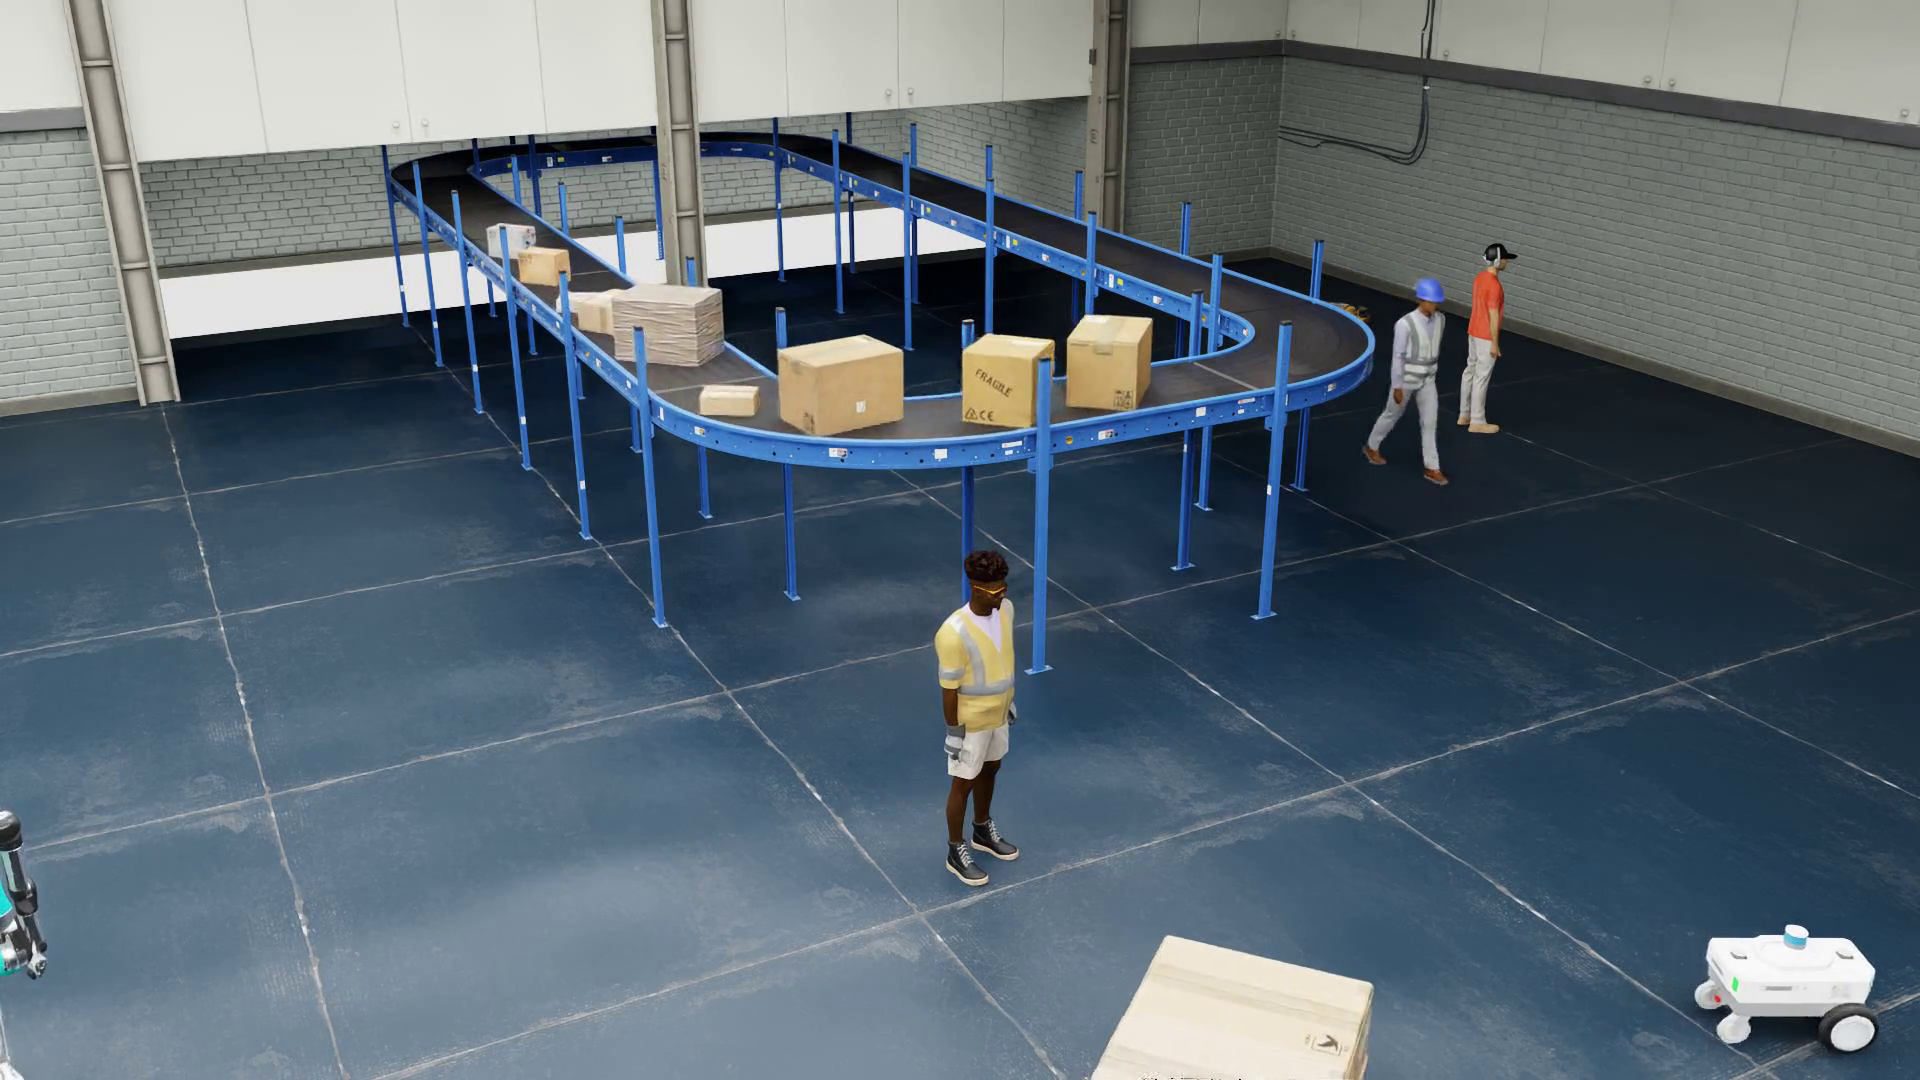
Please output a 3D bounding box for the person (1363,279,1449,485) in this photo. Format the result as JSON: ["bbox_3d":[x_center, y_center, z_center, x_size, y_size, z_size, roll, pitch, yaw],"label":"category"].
[{"bbox_3d":[4.189,-1.525,15.479,0.626,1.900,0.991,-12,25,-26],"label":"person"}]

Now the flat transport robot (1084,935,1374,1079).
[{"bbox_3d":[1.117,2.703,7.194,1.431,0.231,0.659,9,24,21],"label":"flat transport robot"}]

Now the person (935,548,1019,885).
[{"bbox_3d":[0.119,0.958,9.247,0.361,1.962,0.613,15,27,33],"label":"person"}]

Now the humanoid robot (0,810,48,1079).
[{"bbox_3d":[-4.392,1.837,7.376,0.947,1.759,0.543,17,27,36],"label":"humanoid robot"}]

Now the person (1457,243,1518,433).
[{"bbox_3d":[5.301,-2.033,16.715,0.391,1.912,0.477,-3,22,-7],"label":"person"}]

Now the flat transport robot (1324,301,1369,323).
[{"bbox_3d":[4.348,-2.837,20.888,1.431,0.231,0.659,11,25,26],"label":"flat transport robot"}]

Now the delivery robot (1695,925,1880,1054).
[{"bbox_3d":[4.070,2.170,8.148,0.797,0.608,0.499,0,22,0],"label":"delivery robot"}]
